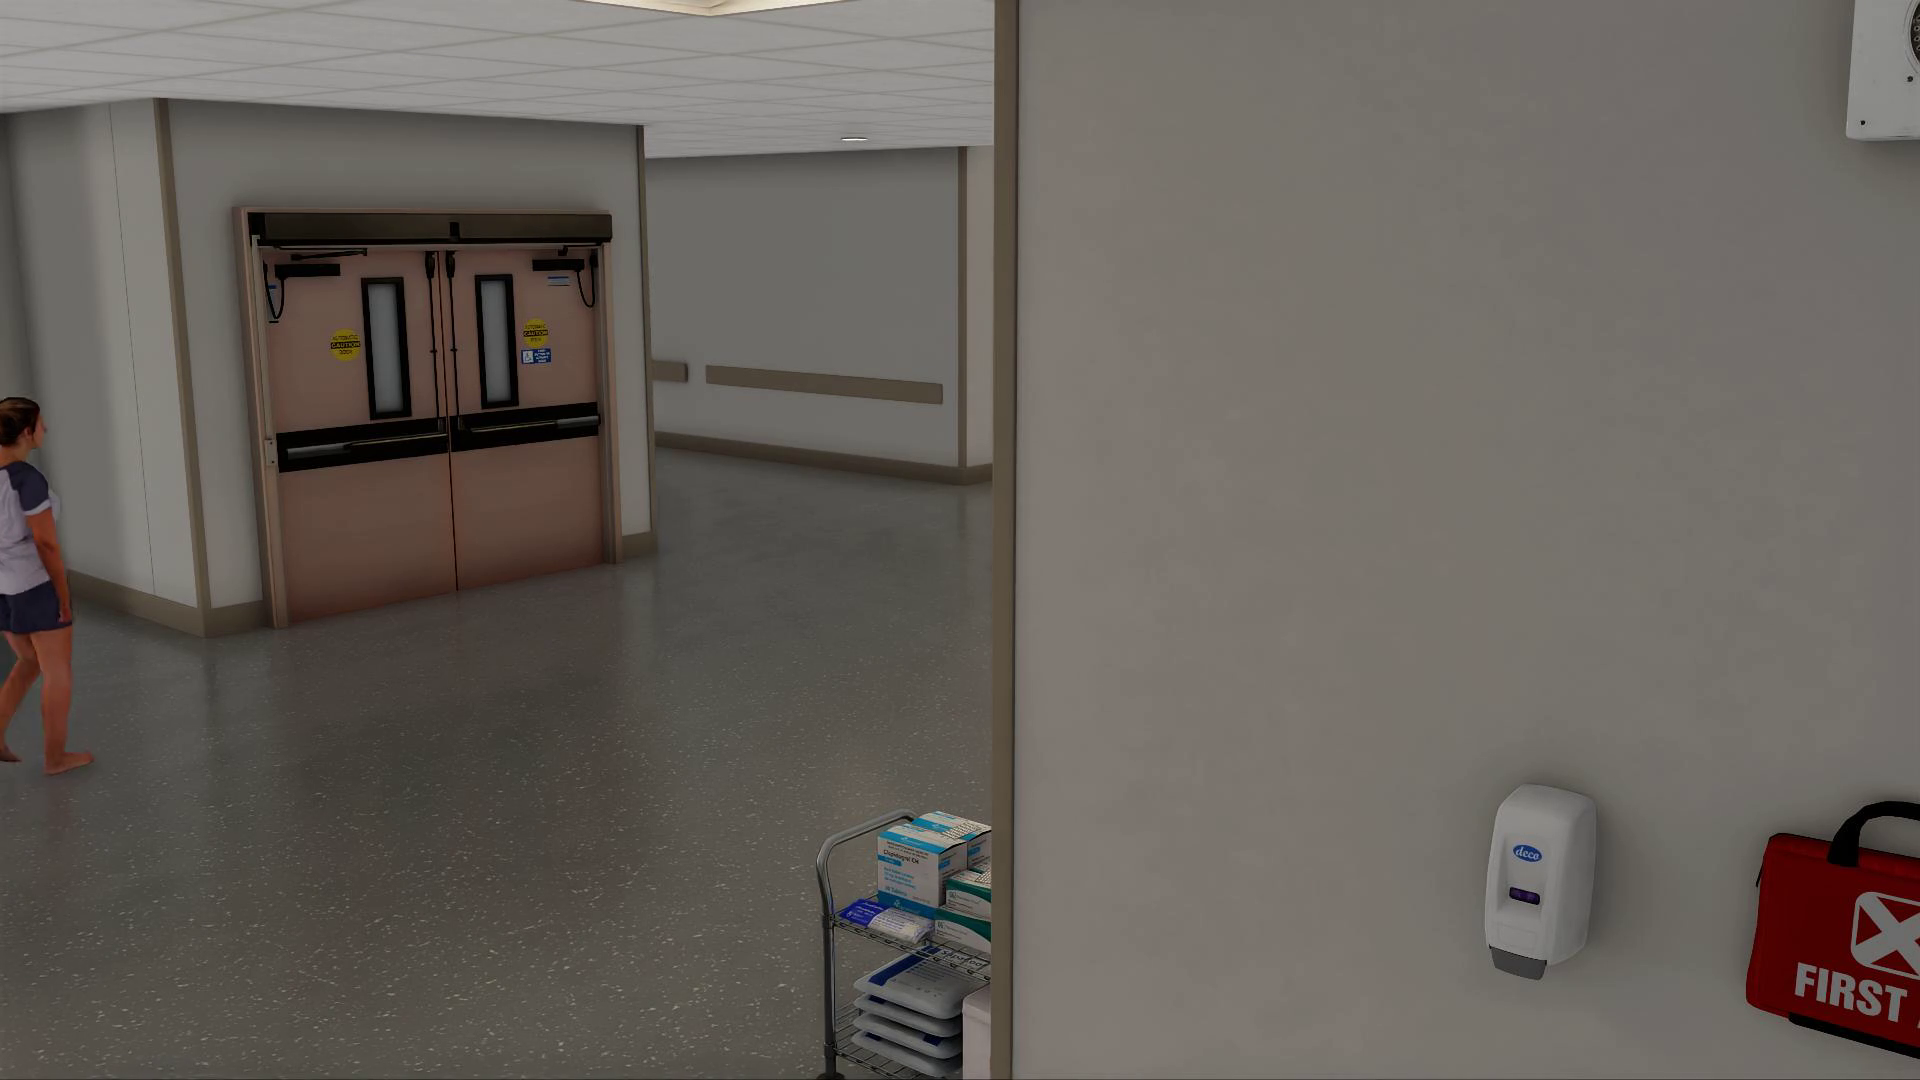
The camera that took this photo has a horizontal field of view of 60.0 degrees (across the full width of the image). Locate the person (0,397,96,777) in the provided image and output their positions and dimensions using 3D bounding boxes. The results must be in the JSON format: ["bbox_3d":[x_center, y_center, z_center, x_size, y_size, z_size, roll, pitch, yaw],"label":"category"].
[{"bbox_3d":[-3.938,0.222,6.917,0.669,1.613,0.732,5,12,23],"label":"person"}]
